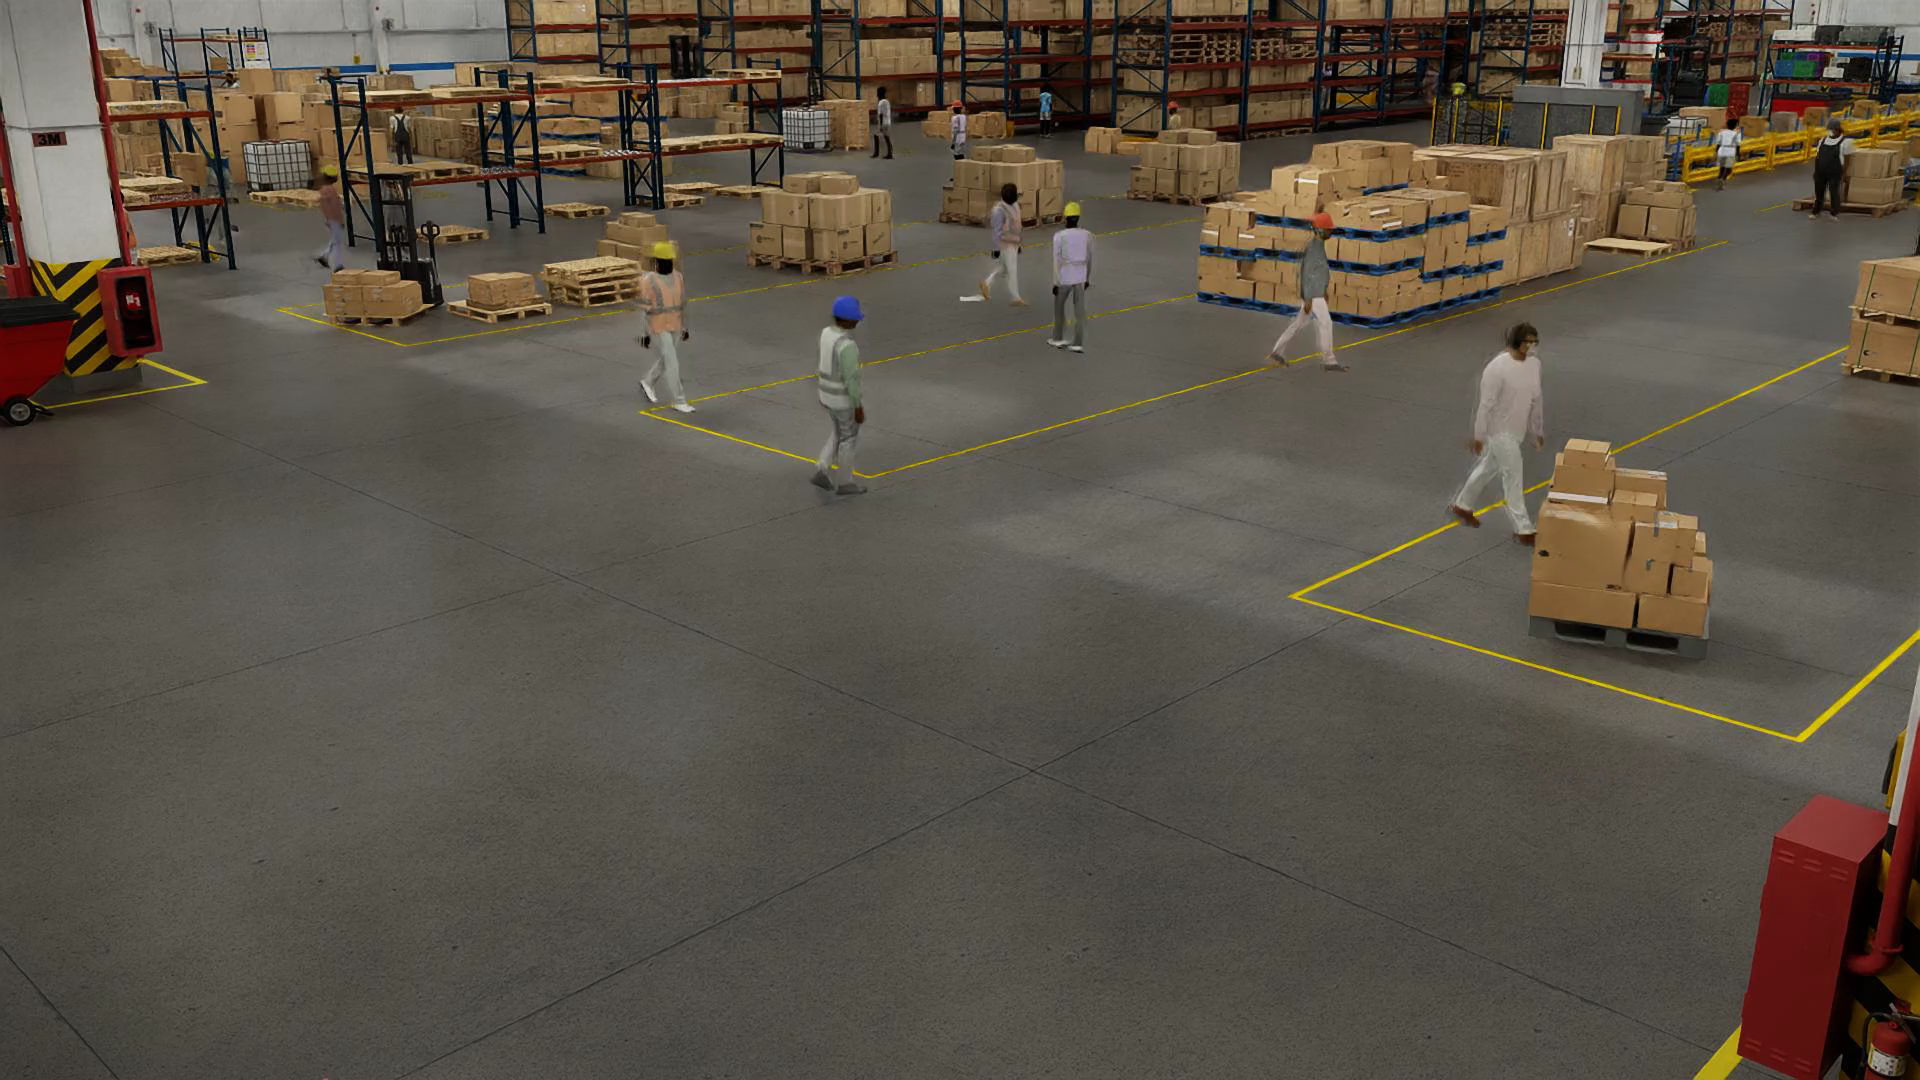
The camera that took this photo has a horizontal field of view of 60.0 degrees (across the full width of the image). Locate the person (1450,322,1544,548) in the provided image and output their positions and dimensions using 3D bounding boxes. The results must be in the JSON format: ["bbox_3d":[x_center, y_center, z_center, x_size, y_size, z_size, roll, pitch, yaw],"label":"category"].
[{"bbox_3d":[4.663,-0.931,14.157,0.644,1.883,1.082,-13,22,-34],"label":"person"}]

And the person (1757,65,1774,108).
[{"bbox_3d":[31.743,-17.846,65.498,0.507,1.631,0.266,12,22,32],"label":"person"}]

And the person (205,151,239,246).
[{"bbox_3d":[-13.472,-6.244,30.416,0.745,1.717,0.502,10,21,27],"label":"person"}]

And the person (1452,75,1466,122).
[{"bbox_3d":[17.399,-15.382,58.046,0.545,1.648,0.863,13,22,34],"label":"person"}]

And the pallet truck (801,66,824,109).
[{"bbox_3d":[-4.812,-15.182,56.903,0.823,1.965,1.885,-9,21,-26],"label":"pallet truck"}]

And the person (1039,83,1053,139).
[{"bbox_3d":[2.711,-13.460,52.185,0.315,1.695,0.541,-14,23,-36],"label":"person"}]

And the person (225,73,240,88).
[{"bbox_3d":[-23.589,-14.190,54.059,0.592,1.914,0.398,10,21,27],"label":"person"}]

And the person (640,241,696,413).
[{"bbox_3d":[-3.328,-2.407,18.578,0.898,1.899,0.594,13,22,34],"label":"person"}]

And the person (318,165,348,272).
[{"bbox_3d":[-10.382,-5.304,27.527,0.426,1.757,0.535,-14,23,-36],"label":"person"}]

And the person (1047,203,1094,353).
[{"bbox_3d":[1.417,-3.411,21.585,0.615,1.893,0.821,-8,20,-22],"label":"person"}]

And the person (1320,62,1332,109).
[{"bbox_3d":[13.542,-16.700,61.568,0.627,1.940,0.372,-11,21,-30],"label":"person"}]

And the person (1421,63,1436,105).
[{"bbox_3d":[17.472,-16.771,61.871,0.760,1.885,0.658,16,24,40],"label":"person"}]

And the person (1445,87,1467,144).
[{"bbox_3d":[14.304,-12.145,48.032,0.614,1.812,0.429,16,24,39],"label":"person"}]

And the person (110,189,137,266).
[{"bbox_3d":[-12.470,-4.386,24.844,0.322,1.696,0.530,-10,21,-28],"label":"person"}]

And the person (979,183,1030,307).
[{"bbox_3d":[0.658,-4.386,24.657,0.795,1.821,0.632,8,20,23],"label":"person"}]

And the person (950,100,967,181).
[{"bbox_3d":[-0.060,-9.747,40.622,0.363,1.935,0.553,11,21,30],"label":"person"}]

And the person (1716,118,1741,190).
[{"bbox_3d":[17.773,-8.937,38.590,0.542,1.682,0.611,17,25,41],"label":"person"}]

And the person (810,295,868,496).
[{"bbox_3d":[-1.094,-1.313,15.248,0.462,1.929,0.638,-10,21,-27],"label":"person"}]

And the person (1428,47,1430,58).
[{"bbox_3d":[22.048,-22.154,78.001,0.553,1.935,0.365,15,23,37],"label":"person"}]

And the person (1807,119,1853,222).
[{"bbox_3d":[17.599,-7.475,33.614,0.535,2.000,0.768,-13,22,-34],"label":"person"}]

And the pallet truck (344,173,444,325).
[{"bbox_3d":[-8.209,-4.181,23.757,0.823,1.965,1.885,3,19,9],"label":"pallet truck"}]

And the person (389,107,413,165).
[{"bbox_3d":[-13.773,-9.840,41.058,0.505,1.838,0.349,-7,20,-20],"label":"person"}]

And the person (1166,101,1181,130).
[{"bbox_3d":[5.346,-9.824,40.918,0.884,1.908,0.554,8,20,22],"label":"person"}]

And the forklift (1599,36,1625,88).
[{"bbox_3d":[24.545,-17.688,63.072,1.129,2.768,1.873,17,25,41],"label":"forklift"}]

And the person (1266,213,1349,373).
[{"bbox_3d":[4.284,-3.038,20.385,0.994,1.955,0.609,3,19,10],"label":"person"}]

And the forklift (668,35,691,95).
[{"bbox_3d":[-10.752,-17.943,63.842,1.129,2.768,1.873,17,25,41],"label":"forklift"}]

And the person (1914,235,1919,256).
[{"bbox_3d":[14.149,-4.248,24.225,0.900,1.837,0.527,-4,19,-12],"label":"person"}]

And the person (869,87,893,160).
[{"bbox_3d":[-2.202,-11.447,45.730,0.797,1.935,0.645,8,20,23],"label":"person"}]

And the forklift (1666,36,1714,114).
[{"bbox_3d":[27.341,-17.291,61.877,1.129,2.768,1.873,17,25,41],"label":"forklift"}]

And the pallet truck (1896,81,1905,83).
[{"bbox_3d":[34.802,-16.331,61.455,0.653,1.274,1.630,17,25,41],"label":"pallet truck"}]
